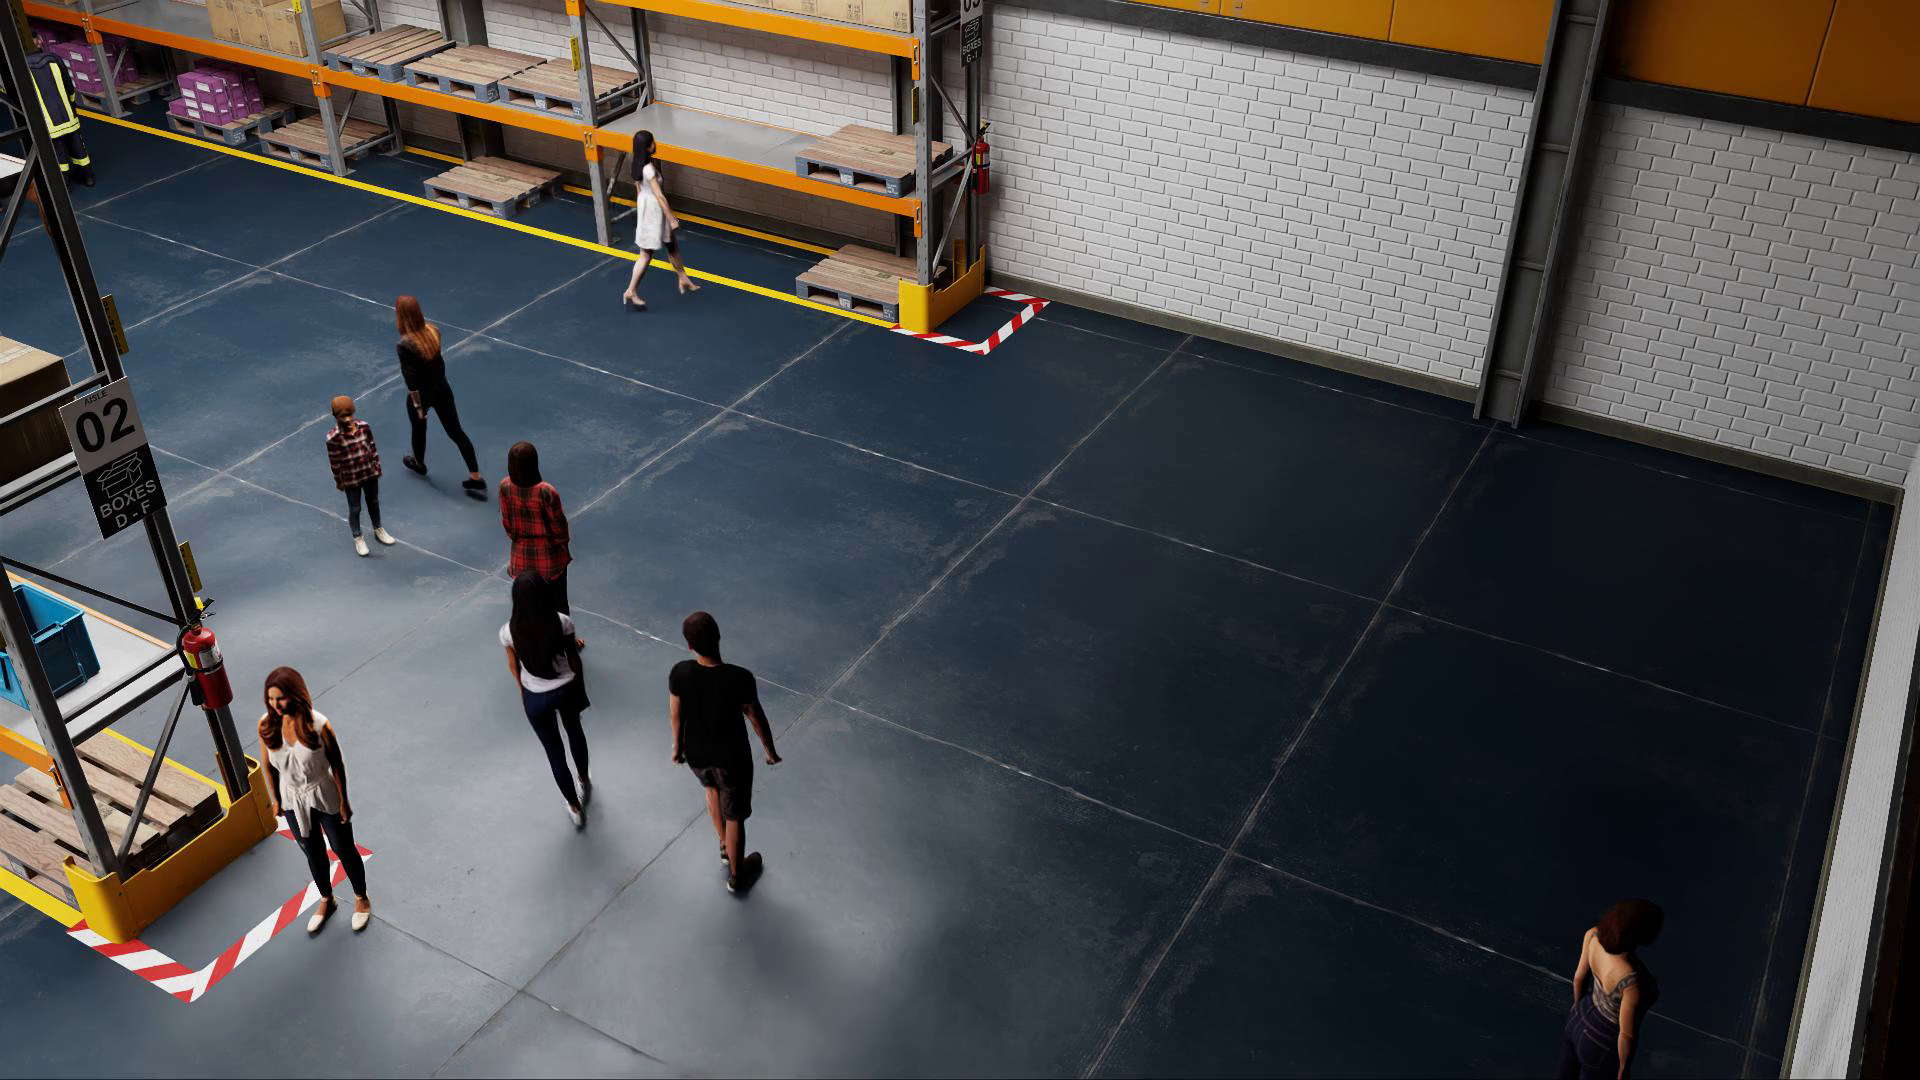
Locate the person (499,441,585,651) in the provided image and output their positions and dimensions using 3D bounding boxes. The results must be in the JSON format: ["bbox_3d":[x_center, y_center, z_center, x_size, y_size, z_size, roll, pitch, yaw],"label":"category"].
[{"bbox_3d":[-2.892,0.071,11.411,0.584,1.703,0.735,8,34,12],"label":"person"}]

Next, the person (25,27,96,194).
[{"bbox_3d":[-10.187,-4.831,18.644,0.751,1.860,0.799,25,41,33],"label":"person"}]

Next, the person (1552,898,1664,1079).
[{"bbox_3d":[3.011,2.374,7.886,0.742,1.770,0.689,-7,34,-10],"label":"person"}]

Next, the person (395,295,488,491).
[{"bbox_3d":[-4.143,-1.128,13.247,1.187,1.668,0.694,22,40,30],"label":"person"}]

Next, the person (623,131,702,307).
[{"bbox_3d":[-3.030,-3.050,16.081,1.043,1.733,1.070,-15,36,-21],"label":"person"}]

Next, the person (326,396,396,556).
[{"bbox_3d":[-4.588,-0.519,12.659,0.581,1.305,0.569,-29,43,-36],"label":"person"}]

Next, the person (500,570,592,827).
[{"bbox_3d":[-2.428,1.012,9.948,0.772,1.756,0.840,-13,36,-18],"label":"person"}]

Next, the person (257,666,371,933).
[{"bbox_3d":[-3.598,1.442,9.276,0.619,1.785,0.726,0,34,0],"label":"person"}]

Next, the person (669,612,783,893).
[{"bbox_3d":[-1.421,1.262,9.489,0.785,1.848,0.937,8,34,11],"label":"person"}]
